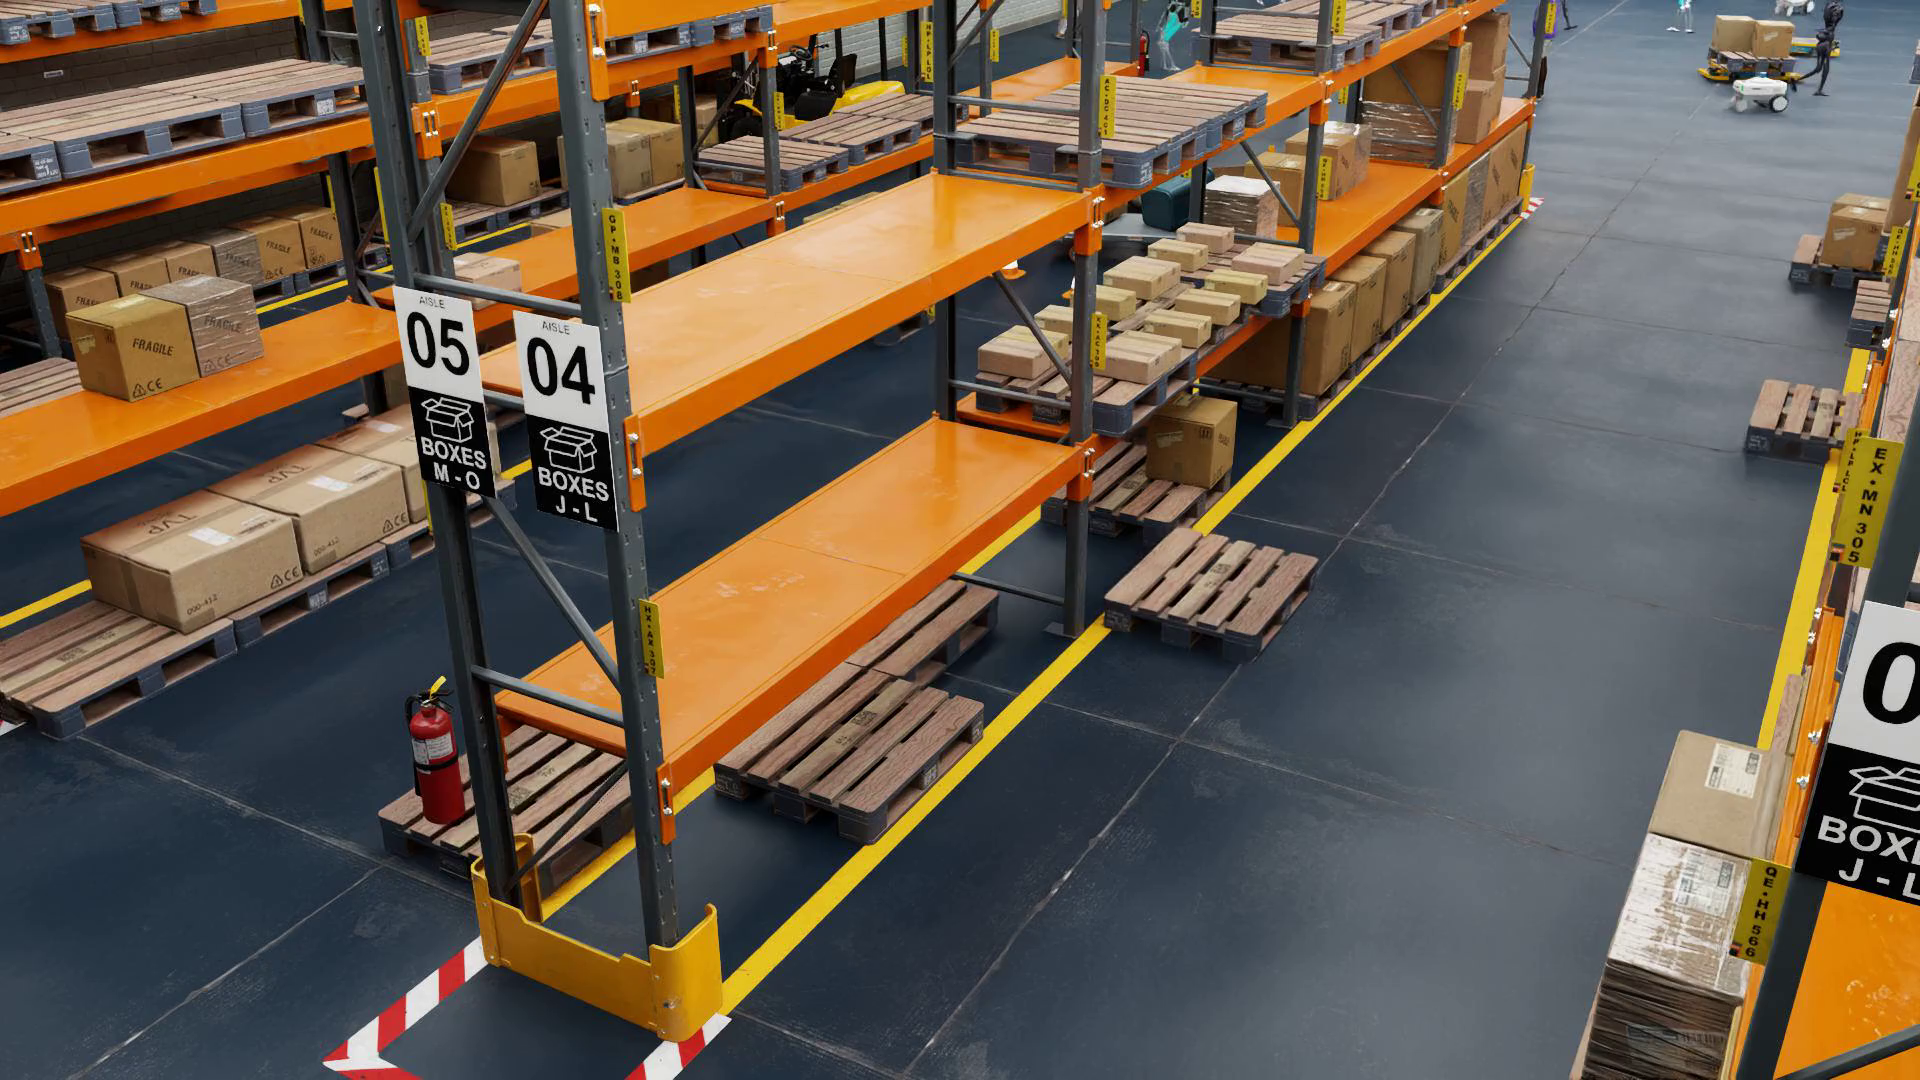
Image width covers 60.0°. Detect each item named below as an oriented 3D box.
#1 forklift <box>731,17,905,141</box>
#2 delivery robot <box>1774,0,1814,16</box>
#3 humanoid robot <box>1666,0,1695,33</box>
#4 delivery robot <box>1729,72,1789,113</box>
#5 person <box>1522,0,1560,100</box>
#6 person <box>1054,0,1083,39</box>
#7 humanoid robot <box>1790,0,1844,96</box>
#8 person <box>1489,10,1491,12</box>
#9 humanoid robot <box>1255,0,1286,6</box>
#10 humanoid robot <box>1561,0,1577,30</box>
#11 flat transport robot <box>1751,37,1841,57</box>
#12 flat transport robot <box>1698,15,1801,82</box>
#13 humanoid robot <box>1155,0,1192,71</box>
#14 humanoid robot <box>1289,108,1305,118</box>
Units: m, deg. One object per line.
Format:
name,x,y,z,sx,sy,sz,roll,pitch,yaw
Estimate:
forklift,-1.819,-5.975,21.543,2.313,2.155,1.214,14,29,26
delivery robot,16.949,-10.950,33.785,0.812,0.611,0.499,-16,30,-29
humanoid robot,13.713,-10.475,31.409,0.595,1.765,0.883,3,26,6
delivery robot,12.015,-6.720,24.974,0.789,0.593,0.499,0,26,0
person,8.952,-7.766,25.539,0.370,1.958,0.596,14,29,27
person,2.135,-10.309,30.910,0.696,1.897,0.933,14,29,27
humanoid robot,13.402,-7.768,25.867,0.552,1.635,0.616,8,27,16
person,7.365,-6.829,23.680,0.721,1.876,0.630,-5,26,-9
humanoid robot,6.440,-11.901,34.444,1.018,1.773,0.532,-7,26,-13
humanoid robot,11.462,-10.555,31.698,0.609,1.621,0.790,-21,33,-36
flat transport robot,14.867,-8.785,29.597,1.431,0.231,0.659,11,28,21
flat transport robot,12.977,-7.701,27.344,1.431,0.231,0.659,2,26,5
humanoid robot,3.515,-8.736,27.818,0.717,1.795,0.530,-16,30,-29
humanoid robot,4.876,-6.983,24.224,0.375,1.639,0.612,-2,26,-3
